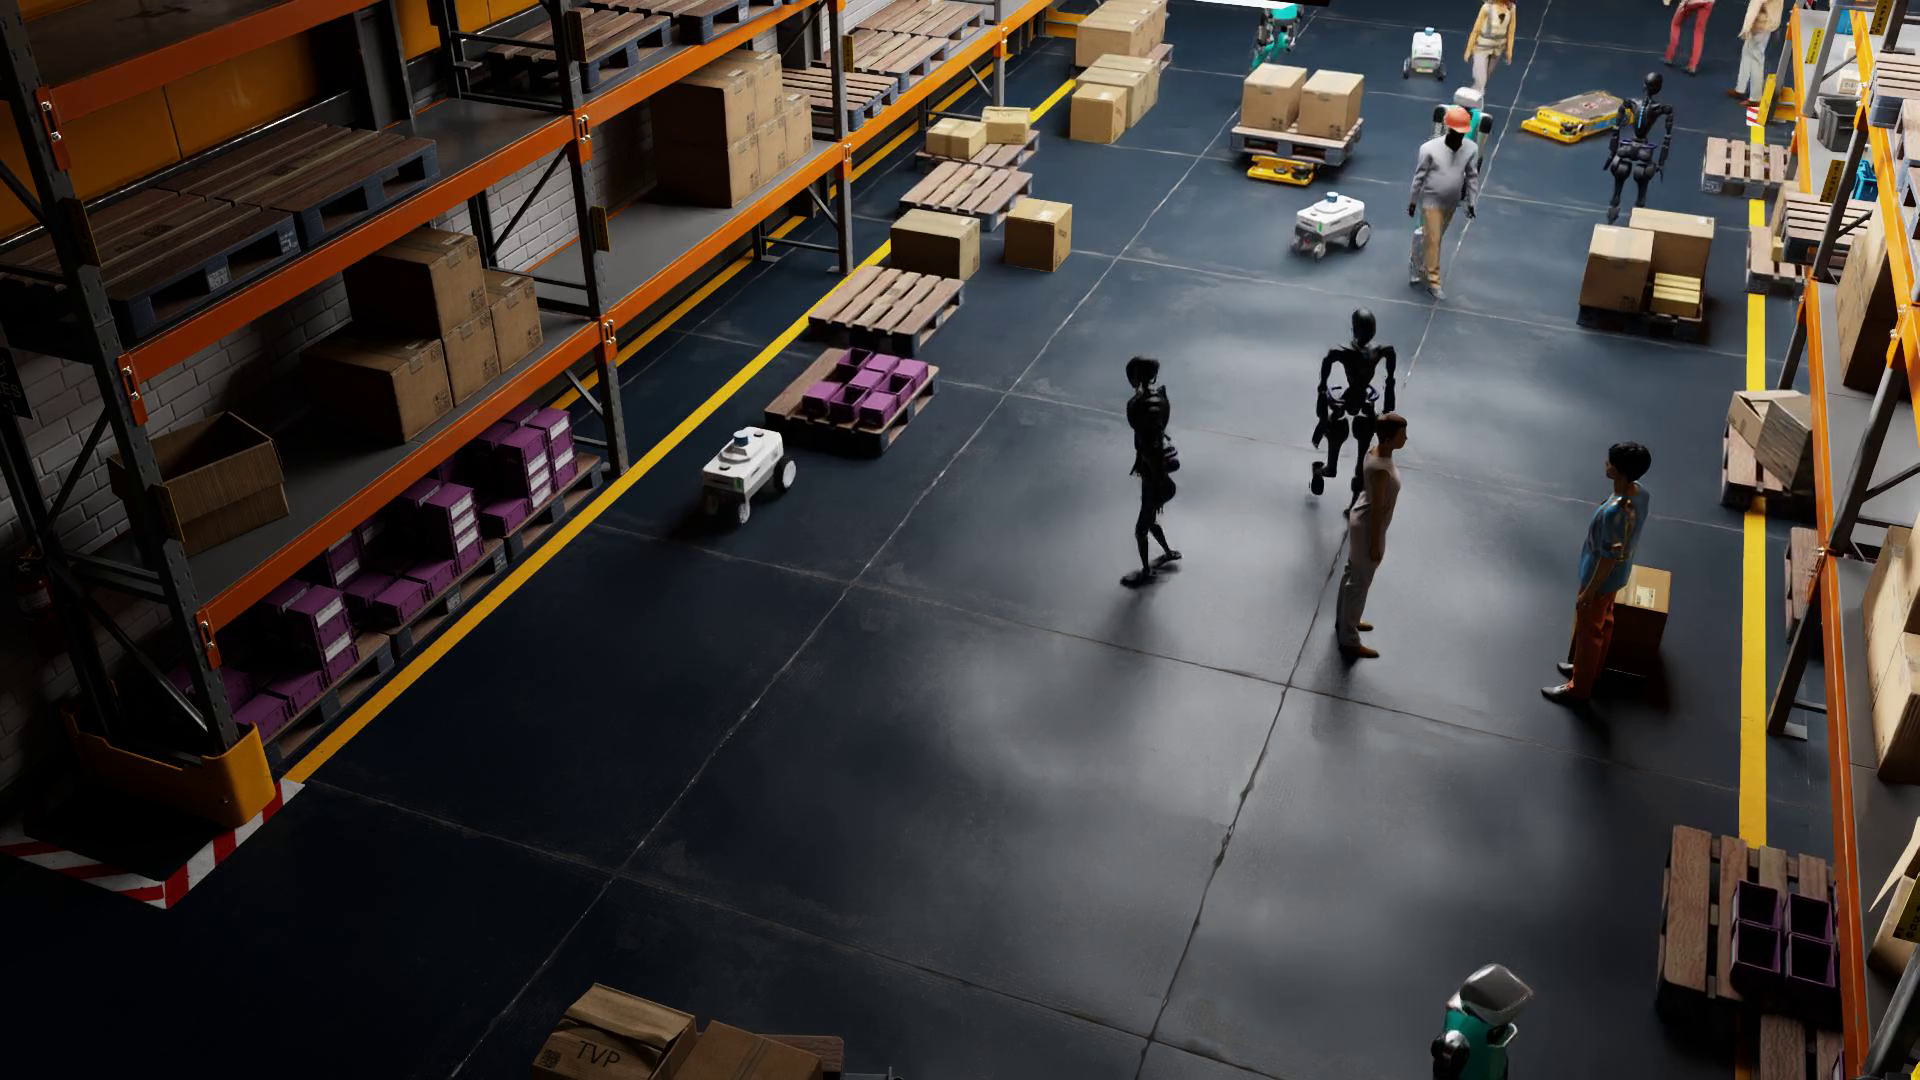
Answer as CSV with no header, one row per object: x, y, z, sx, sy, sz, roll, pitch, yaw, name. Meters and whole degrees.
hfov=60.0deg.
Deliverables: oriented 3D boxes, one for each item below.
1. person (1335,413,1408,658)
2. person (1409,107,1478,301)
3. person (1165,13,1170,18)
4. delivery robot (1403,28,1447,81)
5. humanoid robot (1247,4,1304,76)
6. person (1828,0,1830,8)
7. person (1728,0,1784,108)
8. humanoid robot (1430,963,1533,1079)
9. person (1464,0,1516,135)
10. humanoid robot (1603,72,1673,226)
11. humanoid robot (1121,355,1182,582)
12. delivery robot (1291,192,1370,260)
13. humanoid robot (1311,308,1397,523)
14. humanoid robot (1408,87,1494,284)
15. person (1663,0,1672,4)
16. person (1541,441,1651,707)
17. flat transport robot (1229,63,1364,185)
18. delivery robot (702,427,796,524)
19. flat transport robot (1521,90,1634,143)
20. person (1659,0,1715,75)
2.573,-0.053,10.387,0.290,1.661,0.448,5,33,8,person
4.361,-3.122,15.088,0.573,1.714,0.849,-8,34,-12,person
2.672,-7.800,22.377,0.563,1.651,0.554,2,33,4,person
5.802,-6.048,20.703,0.499,0.611,0.800,7,34,11,delivery robot
3.628,-5.844,19.327,0.549,1.821,0.683,-11,35,-17,humanoid robot
11.001,-6.691,20.488,0.505,1.860,0.389,9,34,14,person
9.417,-6.027,19.465,0.464,1.847,0.615,28,42,36,person
2.115,2.451,6.482,1.065,1.745,0.556,27,42,35,humanoid robot
5.962,-5.424,18.632,0.504,1.724,0.822,-10,34,-15,person
6.473,-3.636,15.947,0.588,1.658,0.399,21,38,29,humanoid robot
1.312,-0.468,11.033,0.488,1.639,0.610,-5,33,-8,humanoid robot
3.591,-3.065,16.090,0.792,0.614,0.499,-25,41,-33,delivery robot
2.755,-0.913,11.711,0.584,1.647,0.531,-5,33,-7,humanoid robot
4.362,-3.145,15.131,0.576,1.782,0.858,18,37,26,humanoid robot
10.165,-8.560,23.293,0.514,1.958,0.761,13,35,19,person
3.814,0.205,9.894,0.311,1.764,0.511,22,39,30,person
3.647,-4.207,18.103,0.659,0.231,1.431,14,35,21,flat transport robot
-1.575,-0.517,12.122,0.499,0.587,0.777,12,35,18,delivery robot
7.187,-4.876,19.138,1.431,0.231,0.659,-22,39,-30,flat transport robot
9.103,-6.700,20.604,0.544,1.739,0.738,-2,33,-3,person
